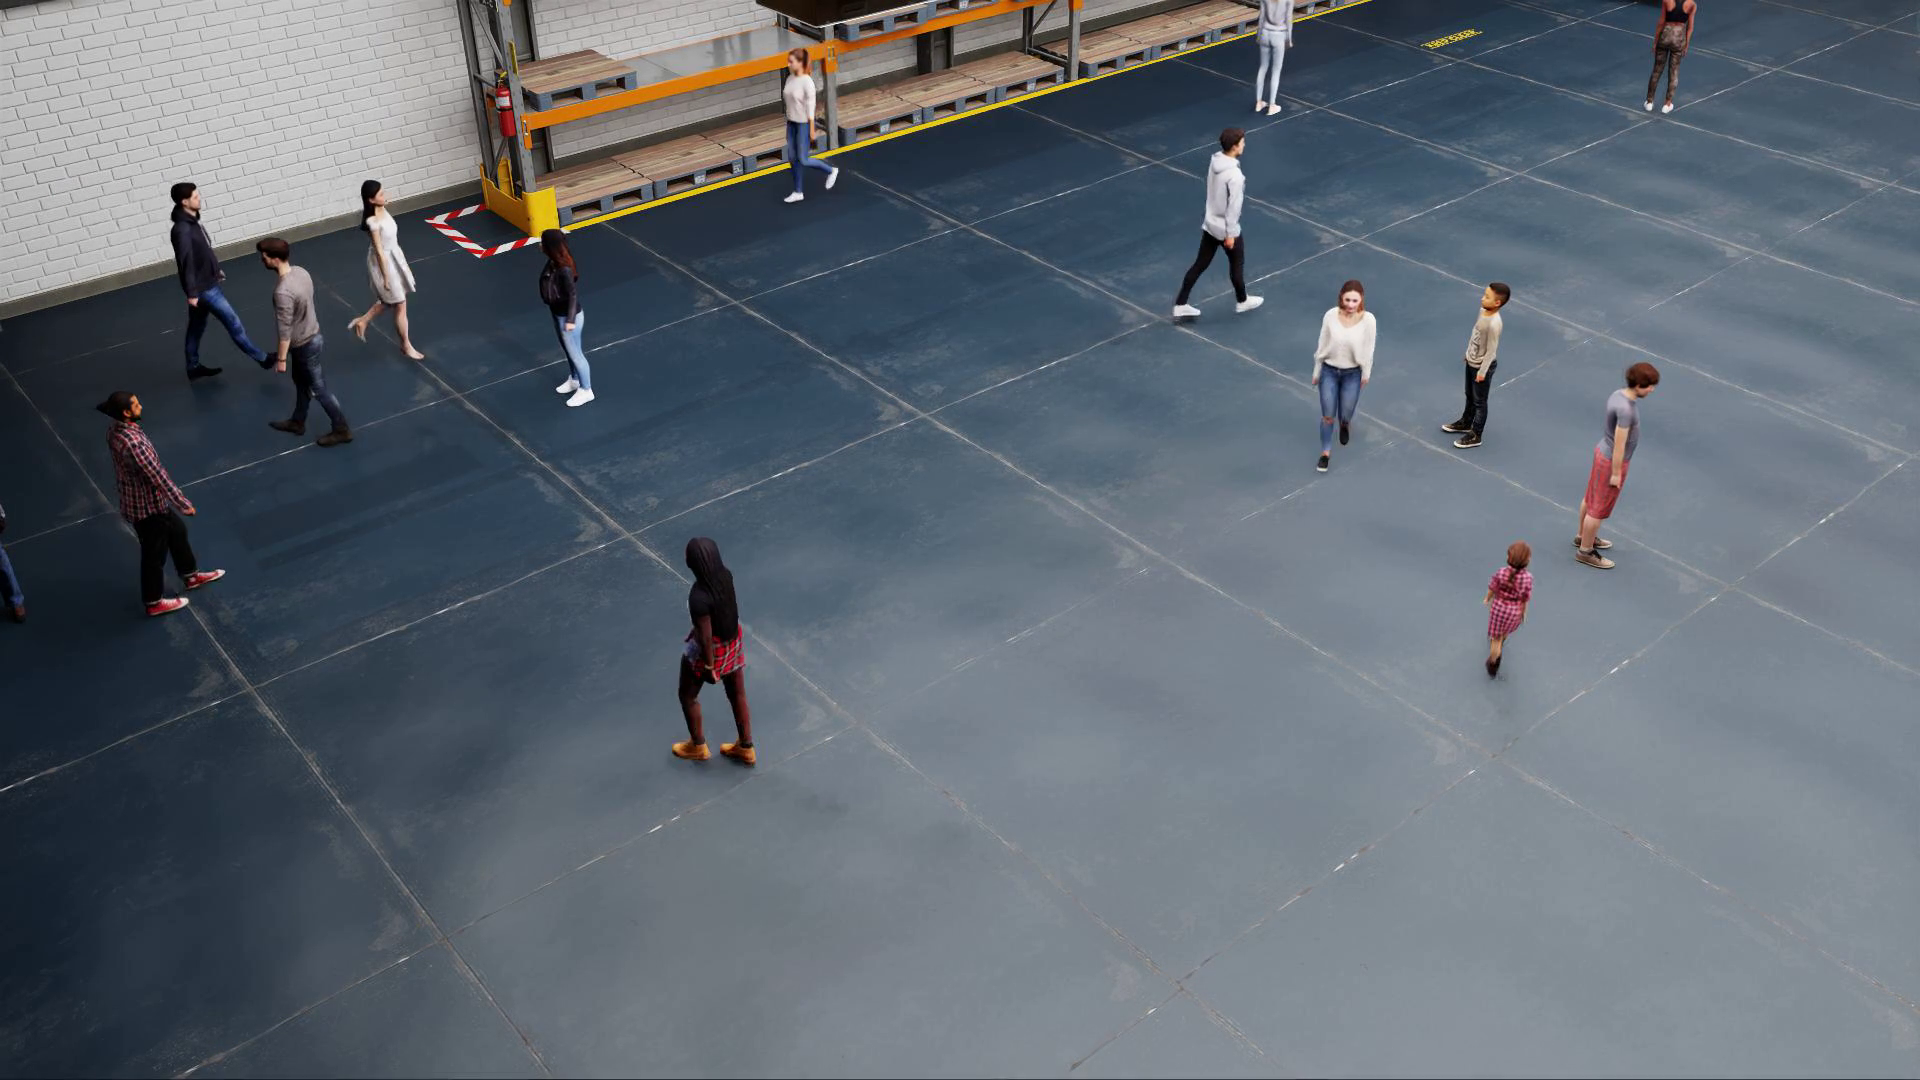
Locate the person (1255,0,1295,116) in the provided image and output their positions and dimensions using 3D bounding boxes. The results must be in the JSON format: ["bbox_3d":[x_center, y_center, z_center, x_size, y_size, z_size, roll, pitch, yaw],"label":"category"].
[{"bbox_3d":[3.915,-6.255,20.846,0.649,1.792,0.602,23,40,30],"label":"person"}]

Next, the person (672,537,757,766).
[{"bbox_3d":[-1.445,0.734,10.410,0.836,1.704,0.824,14,36,21],"label":"person"}]

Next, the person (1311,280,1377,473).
[{"bbox_3d":[3.125,-1.386,13.620,0.818,1.682,0.909,11,35,17],"label":"person"}]

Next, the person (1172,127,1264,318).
[{"bbox_3d":[2.393,-2.954,15.798,1.292,1.881,0.926,-13,36,-19],"label":"person"}]

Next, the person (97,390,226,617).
[{"bbox_3d":[-5.869,-0.231,11.823,0.862,1.746,0.732,-20,39,-27],"label":"person"}]

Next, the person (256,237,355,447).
[{"bbox_3d":[-5.359,-1.624,13.792,1.115,1.888,1.011,-3,34,-5],"label":"person"}]

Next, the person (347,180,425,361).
[{"bbox_3d":[-5.280,-2.415,15.099,1.040,1.758,0.933,-1,34,-1],"label":"person"}]

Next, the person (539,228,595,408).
[{"bbox_3d":[-3.442,-1.972,14.545,0.646,1.634,0.695,-14,36,-20],"label":"person"}]

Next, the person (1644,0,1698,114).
[{"bbox_3d":[8.941,-6.247,20.917,0.651,1.699,0.661,15,36,21],"label":"person"}]

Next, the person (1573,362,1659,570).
[{"bbox_3d":[4.873,-0.592,12.453,0.727,1.650,0.634,9,35,13],"label":"person"}]

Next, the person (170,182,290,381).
[{"bbox_3d":[-6.833,-2.242,14.762,1.243,1.842,0.973,-11,35,-15],"label":"person"}]

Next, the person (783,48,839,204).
[{"bbox_3d":[-1.701,-4.588,18.417,0.890,1.704,0.618,-23,40,-31],"label":"person"}]

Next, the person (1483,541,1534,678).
[{"bbox_3d":[3.749,0.489,11.415,0.687,0.999,0.775,6,34,9],"label":"person"}]

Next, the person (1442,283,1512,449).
[{"bbox_3d":[4.383,-1.488,13.969,0.664,1.465,0.628,-2,34,-4],"label":"person"}]
